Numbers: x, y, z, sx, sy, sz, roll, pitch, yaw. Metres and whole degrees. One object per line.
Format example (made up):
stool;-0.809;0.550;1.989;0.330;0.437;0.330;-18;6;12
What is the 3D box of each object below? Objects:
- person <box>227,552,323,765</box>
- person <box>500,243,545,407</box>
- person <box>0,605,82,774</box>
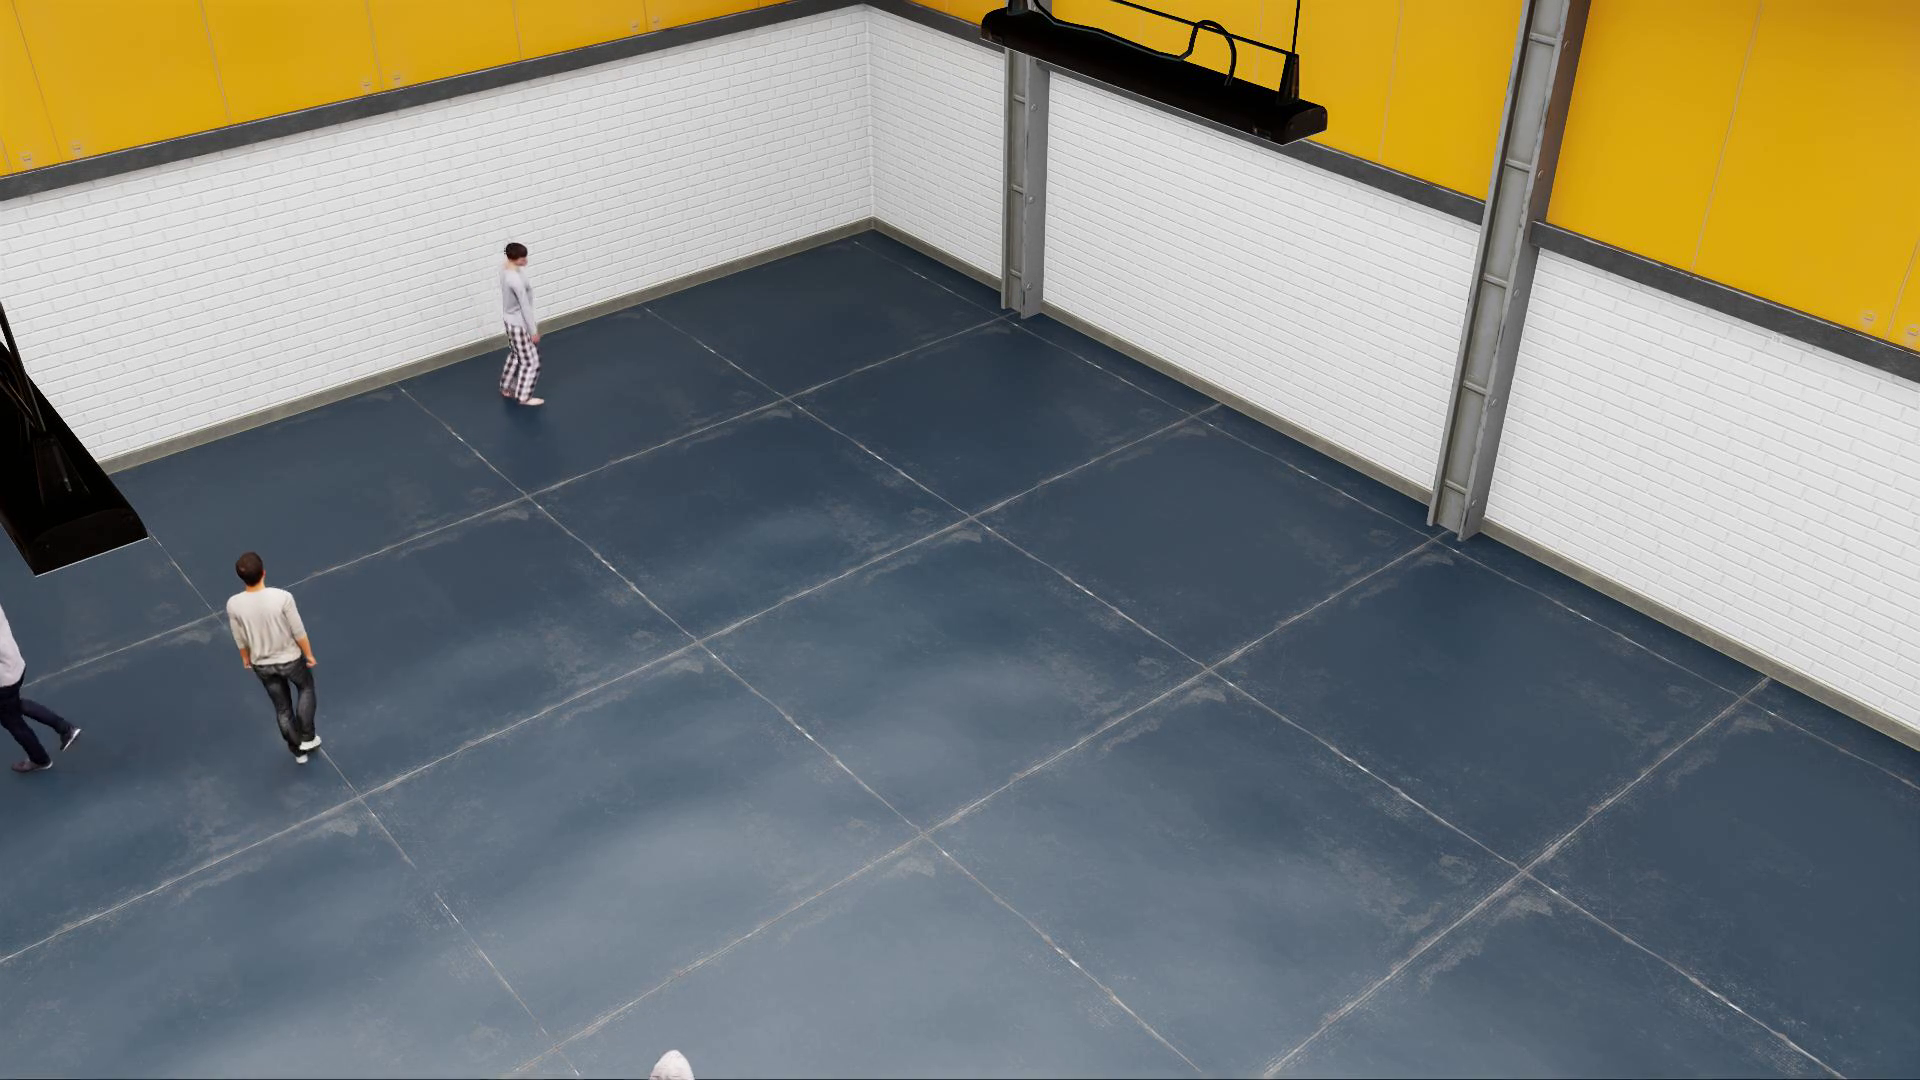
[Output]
person;-5.007;0.927;12.181;0.781;1.799;0.780;-7;34;-10
person;-4.511;-2.194;16.868;0.871;1.808;0.656;-27;42;-34
person;-6.865;0.973;12.093;0.945;1.820;0.880;-5;34;-8
